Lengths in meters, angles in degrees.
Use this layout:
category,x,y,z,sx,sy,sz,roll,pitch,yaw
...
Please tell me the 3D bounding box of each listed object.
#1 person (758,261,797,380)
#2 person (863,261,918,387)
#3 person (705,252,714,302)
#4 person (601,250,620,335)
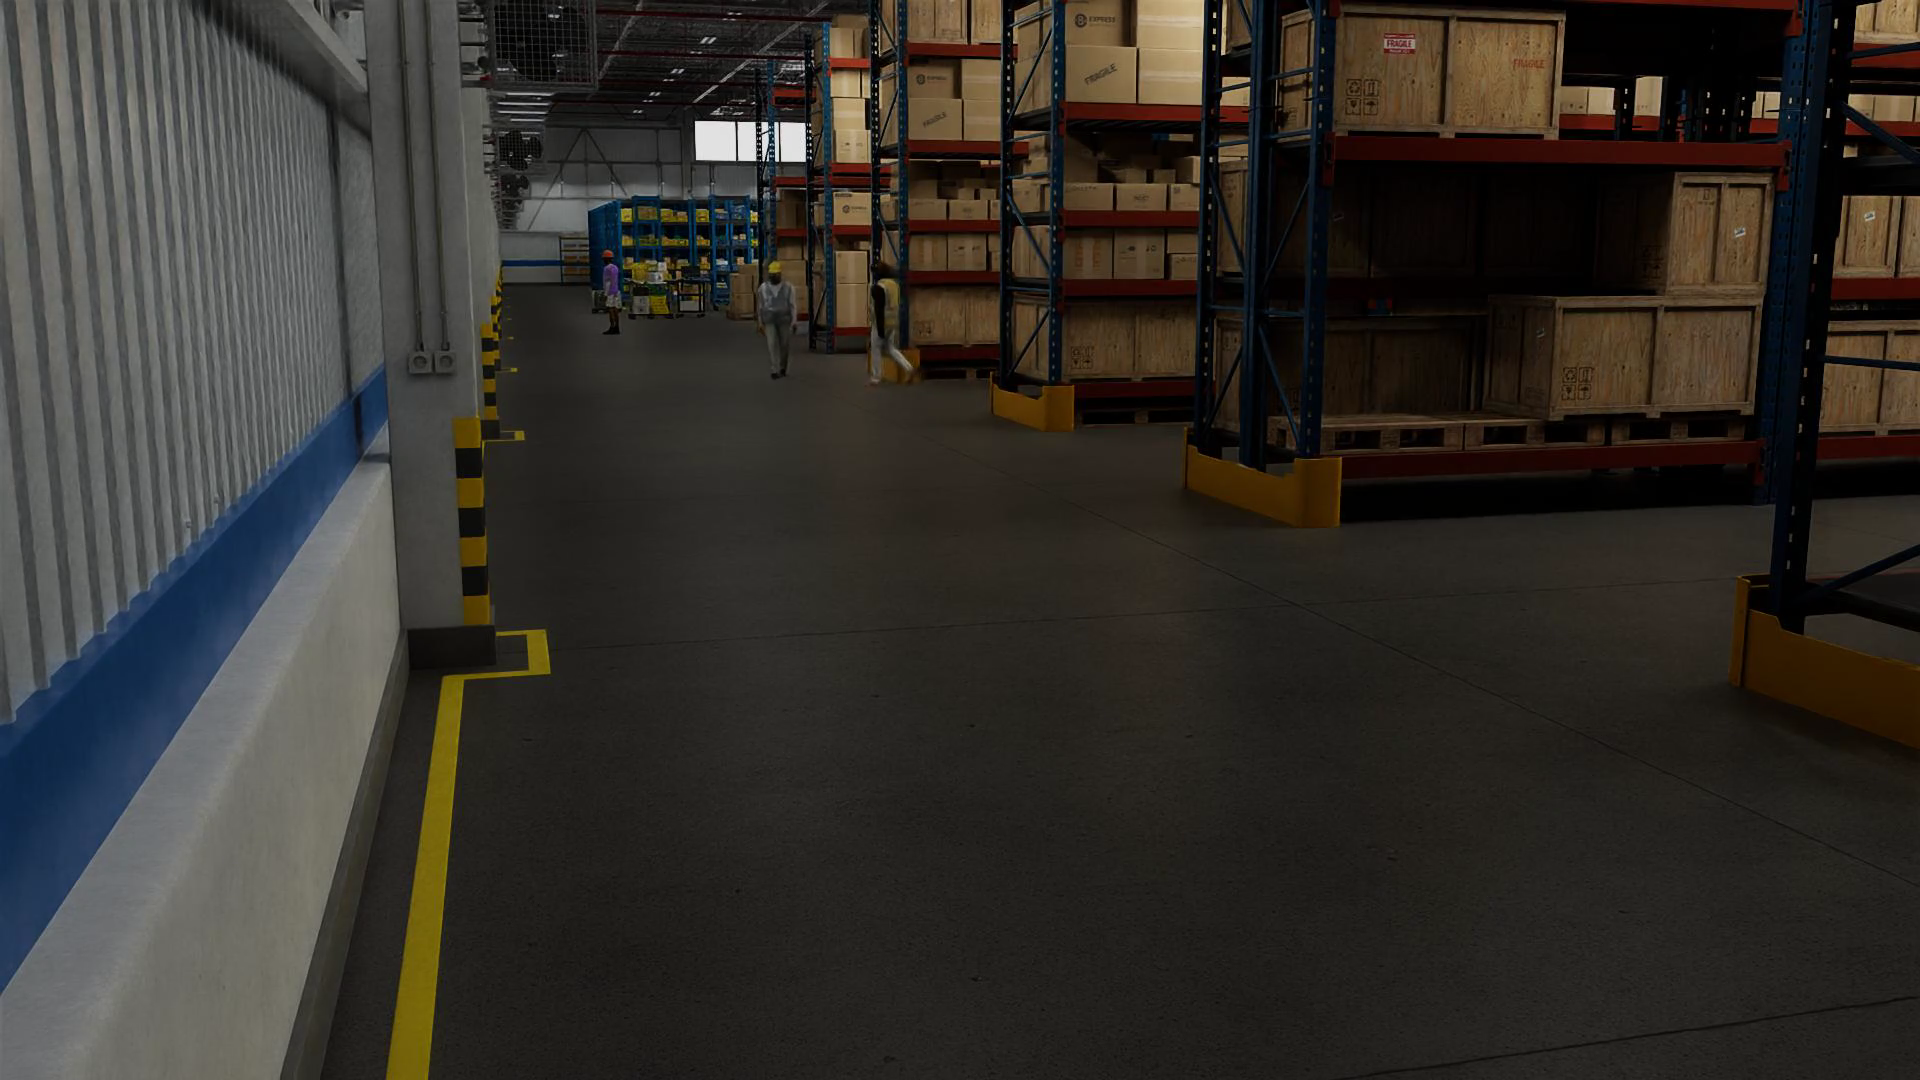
category,x,y,z,sx,sy,sz,roll,pitch,yaw
person,-2.793,-3.359,25.435,0.607,1.805,0.744,-1,10,-4
person,-1.012,-3.086,23.867,0.689,1.820,0.636,4,11,24
person,-9.211,-9.659,61.045,0.600,1.827,0.403,-7,12,-36
person,-8.074,-5.693,38.285,0.373,1.933,0.551,2,10,13
